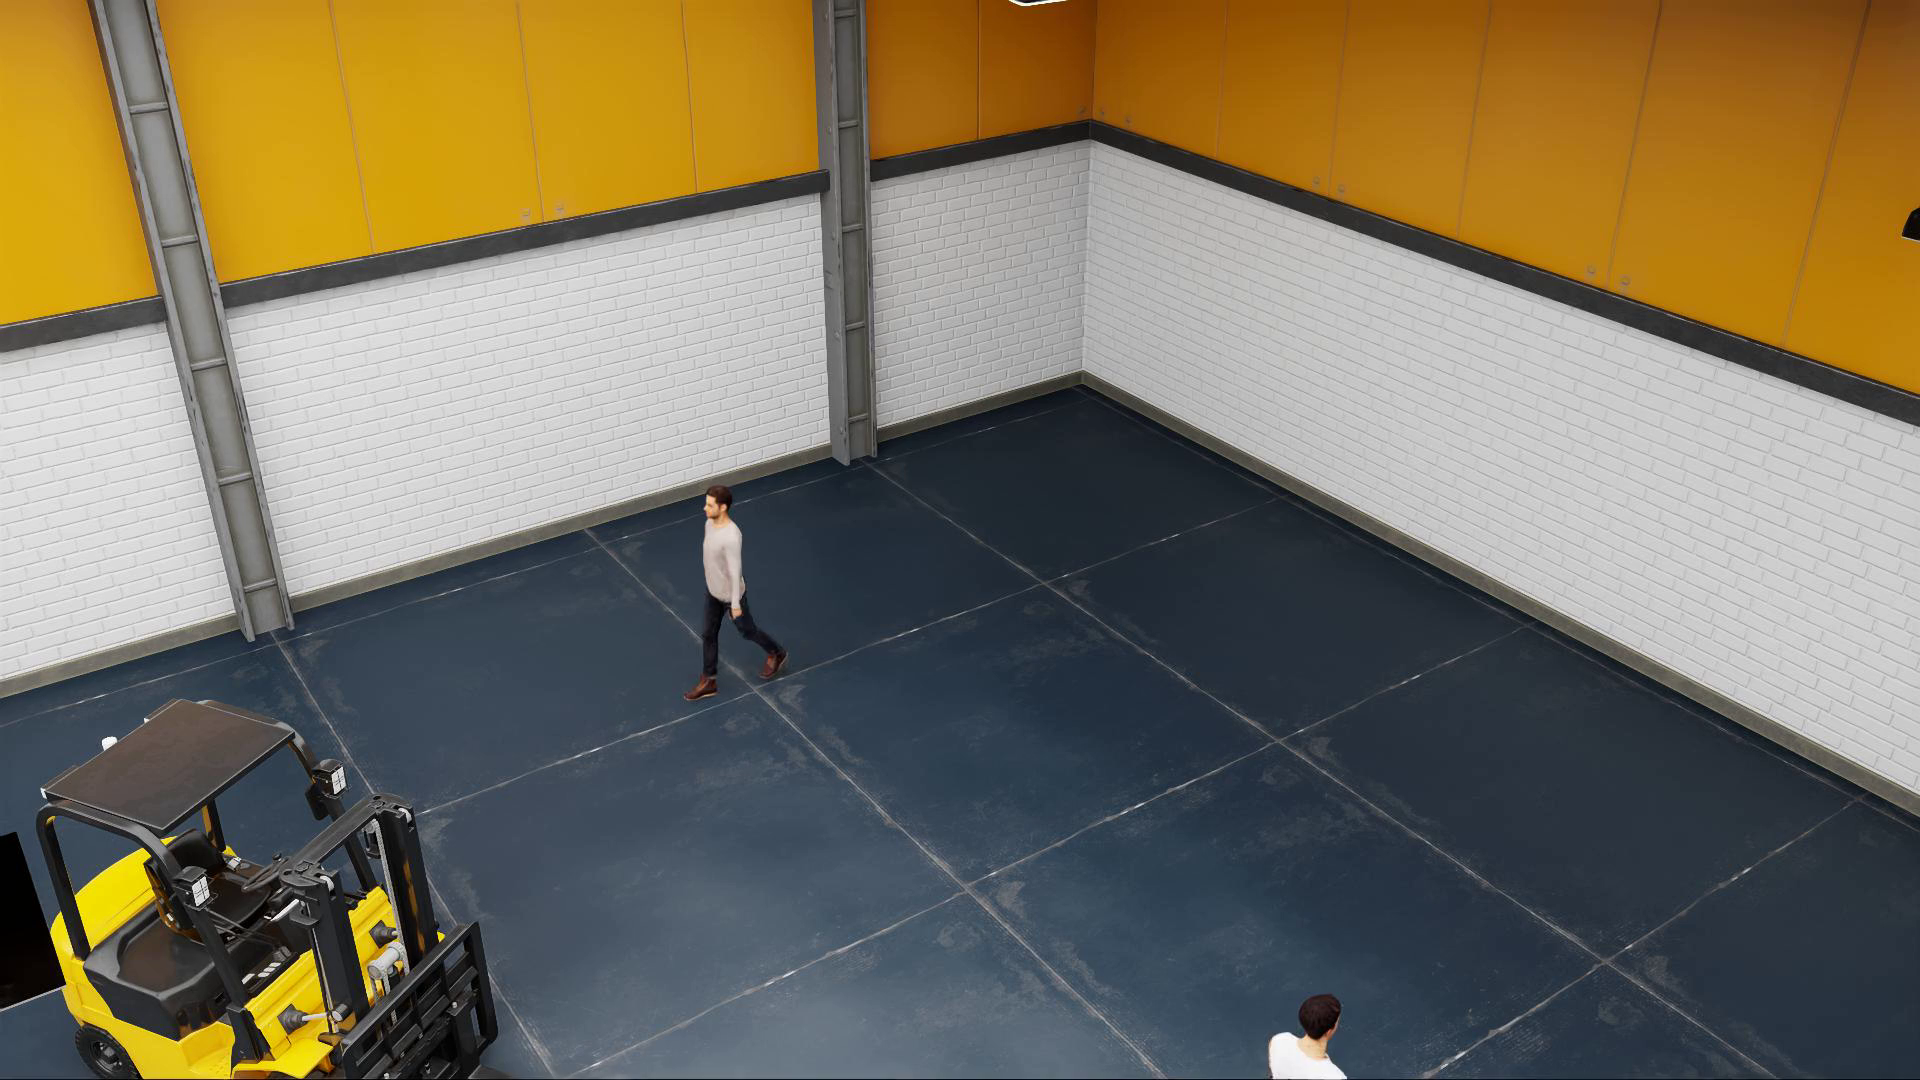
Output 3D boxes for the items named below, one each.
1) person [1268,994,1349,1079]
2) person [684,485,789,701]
[{"bbox_3d":[1.669,3.054,8.409,0.727,1.778,0.667,-20,35,-33],"label":"person"},{"bbox_3d":[-1.769,0.398,13.218,1.170,1.835,0.677,-20,35,-33],"label":"person"}]
